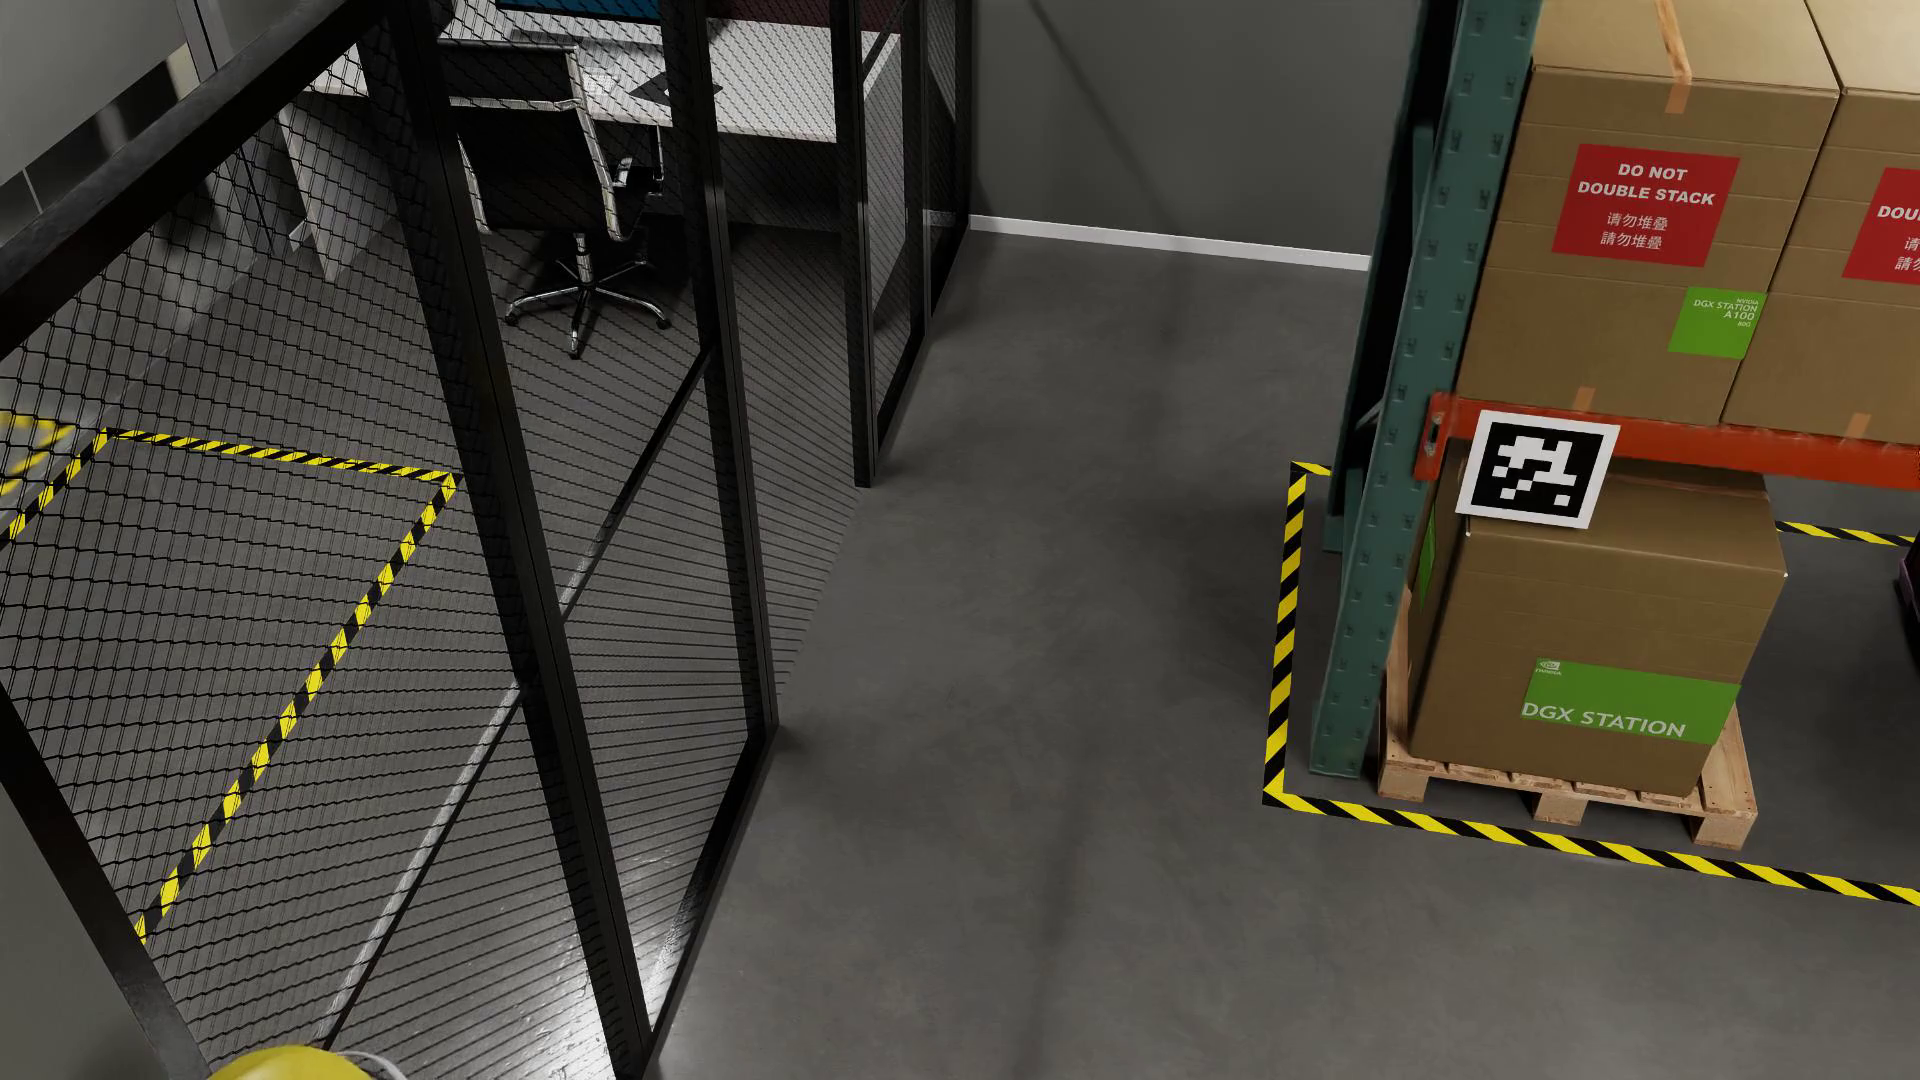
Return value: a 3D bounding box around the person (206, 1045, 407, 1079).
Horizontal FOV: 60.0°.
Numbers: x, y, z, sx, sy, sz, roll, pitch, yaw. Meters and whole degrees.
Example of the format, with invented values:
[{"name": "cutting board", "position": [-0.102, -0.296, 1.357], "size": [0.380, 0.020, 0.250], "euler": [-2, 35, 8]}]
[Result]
[{"name": "person", "position": [-0.678, 1.220, 2.172], "size": [0.591, 1.833, 0.403], "euler": [13, 43, 14]}]
